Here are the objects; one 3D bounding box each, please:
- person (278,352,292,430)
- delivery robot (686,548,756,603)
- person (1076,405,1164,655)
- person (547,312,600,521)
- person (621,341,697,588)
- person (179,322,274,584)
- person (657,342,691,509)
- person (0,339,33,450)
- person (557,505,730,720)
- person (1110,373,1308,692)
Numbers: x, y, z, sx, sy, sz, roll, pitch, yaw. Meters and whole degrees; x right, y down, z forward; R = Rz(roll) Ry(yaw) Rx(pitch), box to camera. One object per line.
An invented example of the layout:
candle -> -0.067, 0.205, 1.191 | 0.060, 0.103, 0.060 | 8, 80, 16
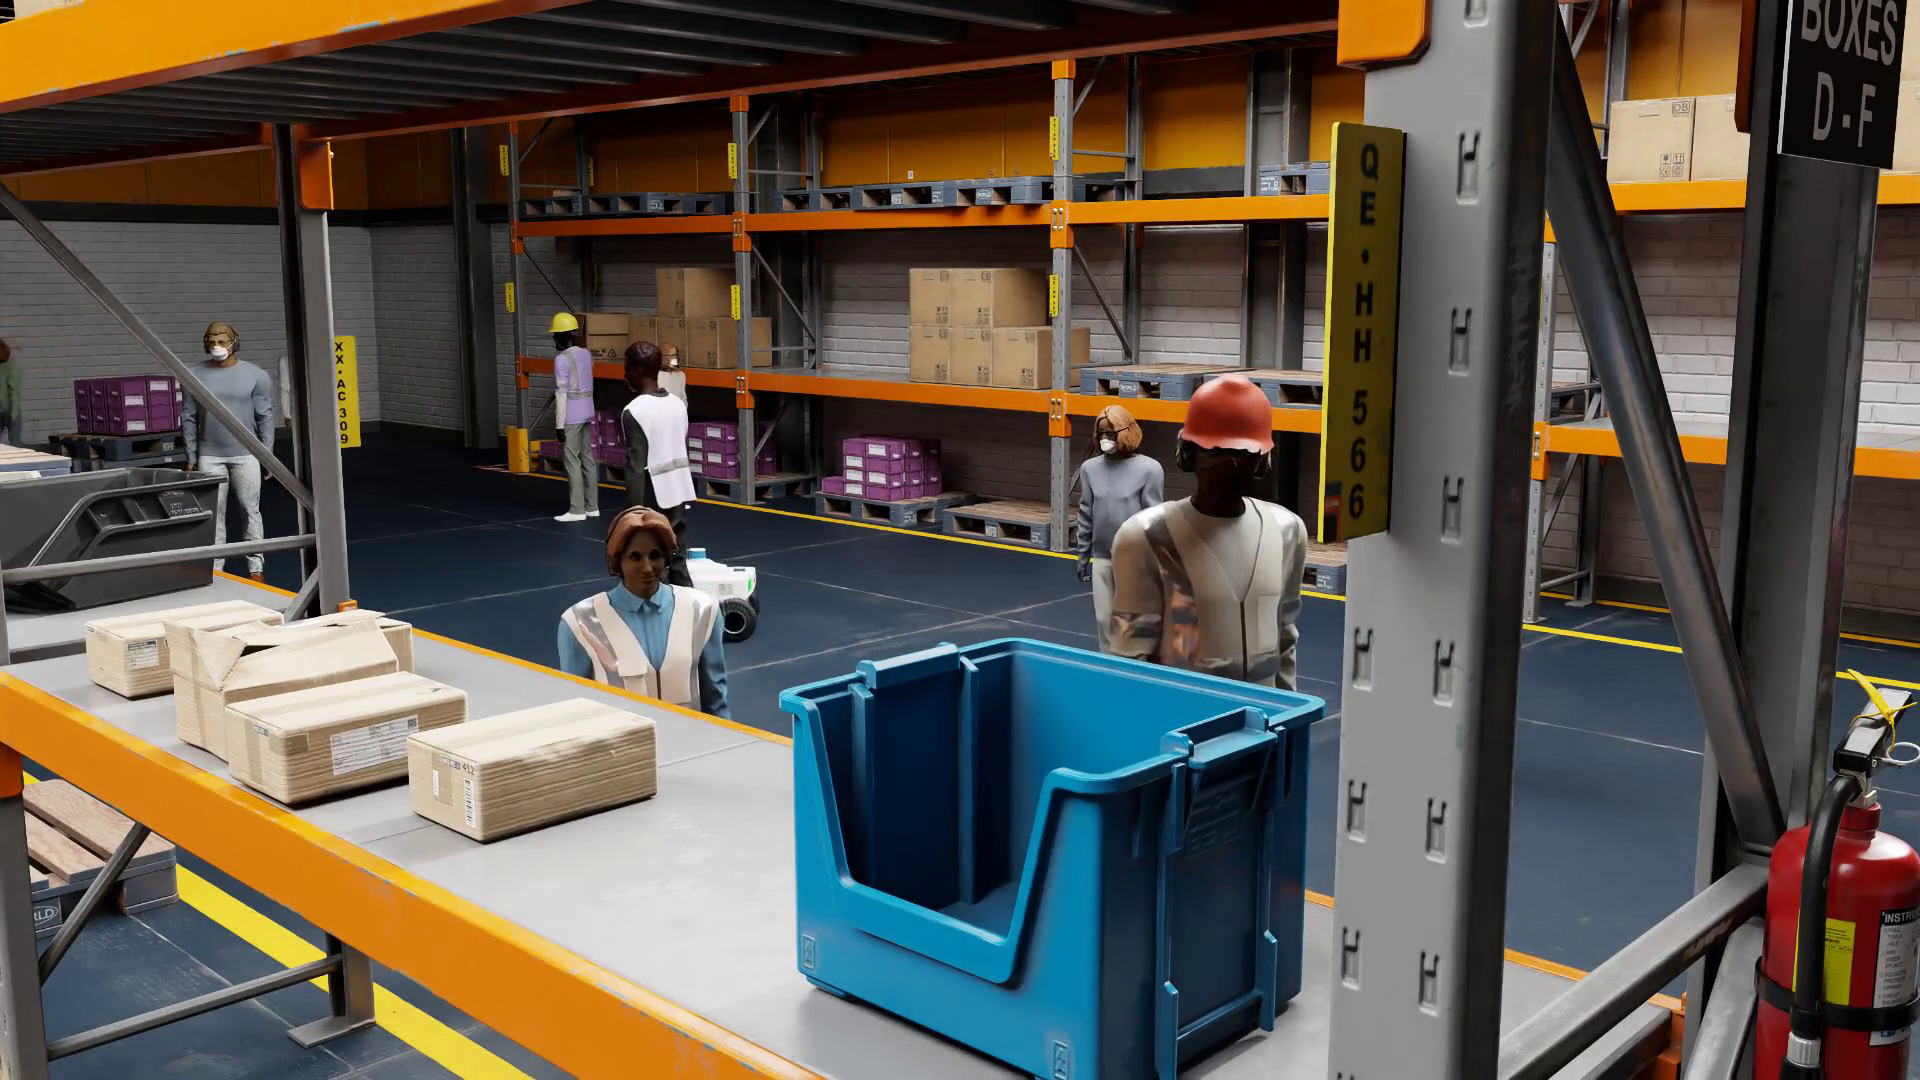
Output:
person -> -6.533, -1.316, 16.765 | 0.616, 1.813, 0.442 | -7, 12, -37
delivery robot -> -1.647, 0.294, 10.464 | 0.707, 0.478, 0.477 | -1, 9, -4
person -> 0.816, 0.112, 8.607 | 0.503, 1.622, 0.299 | 7, 11, 35
person -> -3.572, -1.127, 15.308 | 0.398, 1.919, 0.592 | 3, 10, 17
person -> -1.731, -0.183, 9.557 | 0.408, 1.909, 0.592 | 3, 10, 19
person -> -5.271, -0.599, 11.999 | 0.627, 1.940, 0.372 | -2, 10, -15
person -> -2.789, -1.077, 15.892 | 0.276, 1.625, 0.493 | 7, 11, 35
person -> -10.043, -1.348, 17.593 | 0.518, 1.615, 0.632 | 3, 10, 18
person -> -0.929, 0.707, 4.925 | 0.511, 1.635, 0.311 | -5, 10, -27
person -> 0.700, 0.564, 4.554 | 0.610, 2.040, 0.394 | -4, 10, -25
